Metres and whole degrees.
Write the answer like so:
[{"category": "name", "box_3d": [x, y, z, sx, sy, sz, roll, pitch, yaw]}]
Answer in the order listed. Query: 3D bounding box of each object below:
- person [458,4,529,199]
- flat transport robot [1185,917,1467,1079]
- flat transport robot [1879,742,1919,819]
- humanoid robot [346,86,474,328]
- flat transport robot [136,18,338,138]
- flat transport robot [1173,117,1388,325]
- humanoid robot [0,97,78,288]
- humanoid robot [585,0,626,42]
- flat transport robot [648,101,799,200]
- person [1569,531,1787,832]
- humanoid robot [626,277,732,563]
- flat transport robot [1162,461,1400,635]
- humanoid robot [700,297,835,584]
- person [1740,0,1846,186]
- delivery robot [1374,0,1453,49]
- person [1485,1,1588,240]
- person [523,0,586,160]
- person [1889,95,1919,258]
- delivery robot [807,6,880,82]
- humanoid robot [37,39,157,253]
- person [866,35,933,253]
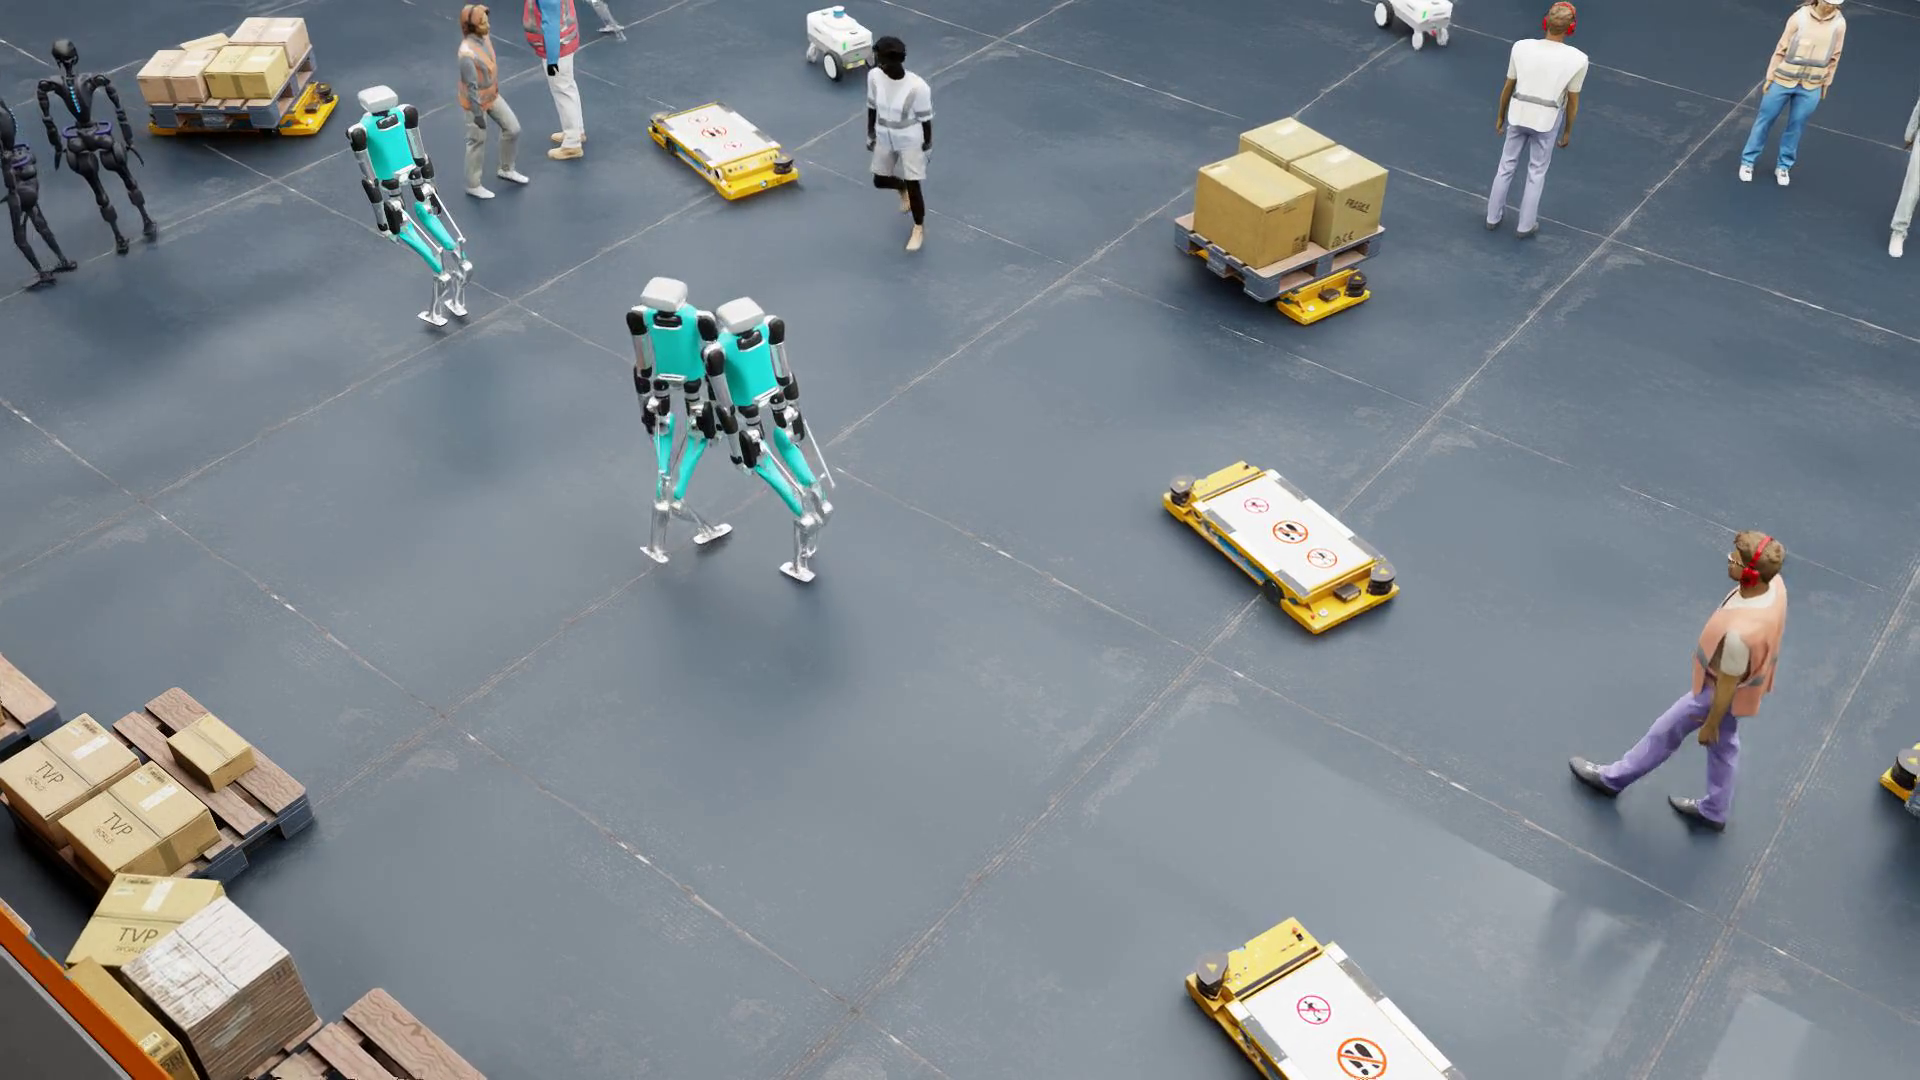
[{"category": "person", "box_3d": [-3.767, -3.443, 13.099, 0.554, 1.602, 0.521, 4, 41, 4]}, {"category": "flat transport robot", "box_3d": [1.700, 2.303, 7.368, 0.659, 0.231, 1.431, -22, 45, -24]}, {"category": "flat transport robot", "box_3d": [5.499, 1.448, 8.375, 0.659, 0.231, 1.431, -27, 47, -28]}, {"category": "humanoid robot", "box_3d": [-3.713, -2.259, 11.524, 0.732, 1.687, 0.531, 27, 47, 28]}, {"category": "flat transport robot", "box_3d": [-6.241, -3.759, 14.499, 1.431, 0.231, 0.659, 0, 40, 0]}, {"category": "flat transport robot", "box_3d": [2.357, -2.102, 12.550, 0.659, 0.231, 1.431, -24, 46, -26]}, {"category": "humanoid robot", "box_3d": [-6.891, -2.642, 12.094, 0.360, 1.649, 0.609, -16, 43, -18]}, {"category": "humanoid robot", "box_3d": [-3.391, -5.485, 15.399, 0.701, 1.803, 0.545, -13, 42, -15]}, {"category": "flat transport robot", "box_3d": [-2.004, -3.292, 13.951, 0.659, 0.231, 1.431, -25, 46, -26]}, {"category": "person", "box_3d": [3.593, 0.663, 8.109, 0.859, 1.805, 0.579, 29, 48, 29]}, {"category": "humanoid robot", "box_3d": [-1.683, -0.592, 9.631, 0.575, 1.775, 0.777, 7, 41, 8]}, {"category": "flat transport robot", "box_3d": [1.928, -0.007, 10.087, 0.659, 0.231, 1.431, -22, 45, -24]}, {"category": "humanoid robot", "box_3d": [-0.995, -0.489, 9.523, 0.560, 1.762, 0.847, -31, 49, -31]}, {"category": "person", "box_3d": [6.688, -3.670, 13.274, 0.493, 1.722, 0.377, 10, 41, 11]}, {"category": "delivery robot", "box_3d": [4.344, -5.054, 15.789, 0.499, 0.577, 0.769, -12, 42, -14]}, {"category": "person", "box_3d": [4.332, -3.141, 12.563, 0.568, 1.838, 0.387, 21, 45, 23]}, {"category": "person", "box_3d": [-3.329, -4.048, 13.638, 0.430, 1.832, 0.633, -6, 41, -6]}, {"category": "person", "box_3d": [7.412, -3.069, 12.575, 0.485, 1.708, 0.815, 9, 41, 11]}, {"category": "delivery robot", "box_3d": [-1.092, -4.577, 15.239, 0.513, 0.592, 0.763, -23, 46, -25]}, {"category": "humanoid robot", "box_3d": [-6.518, -2.979, 12.497, 0.613, 1.652, 0.425, -13, 42, -15]}, {"category": "person", "box_3d": [-0.424, -3.037, 12.563, 0.565, 1.667, 0.478, 18, 44, 20]}]
